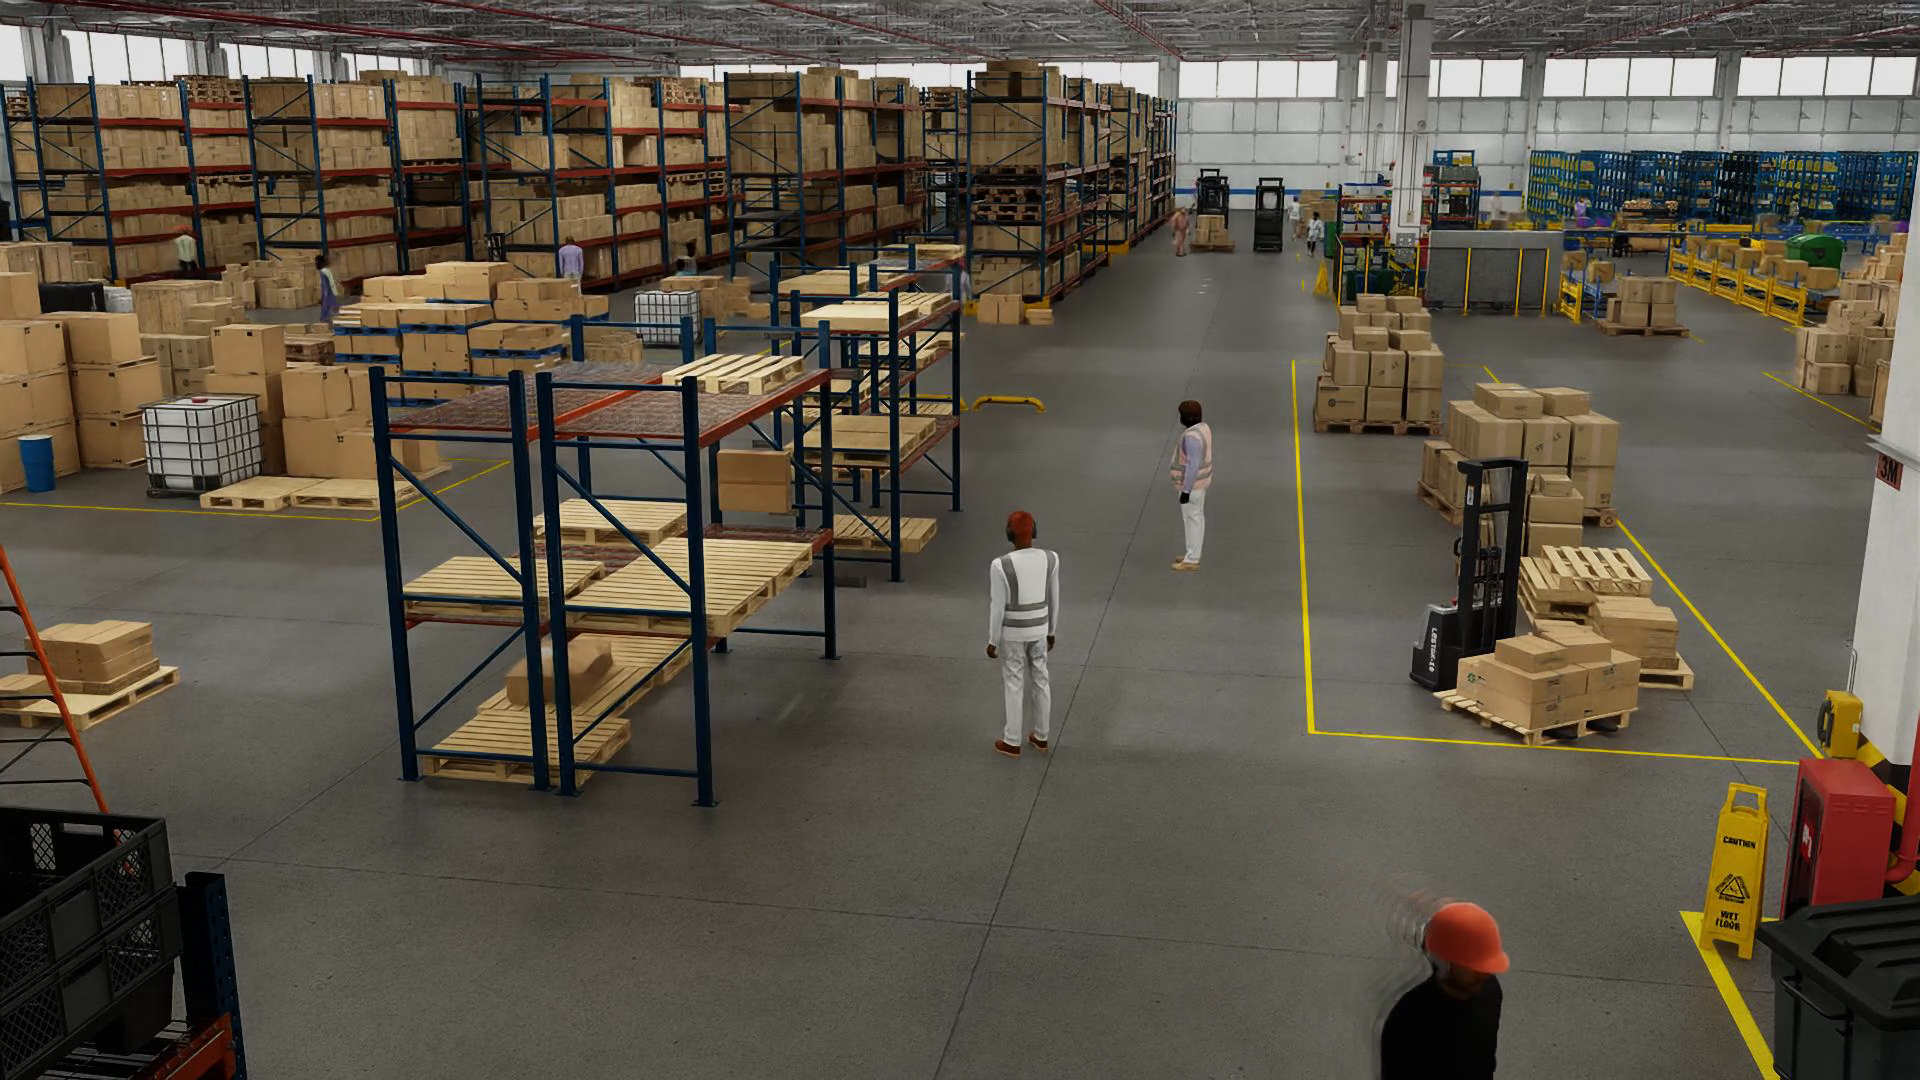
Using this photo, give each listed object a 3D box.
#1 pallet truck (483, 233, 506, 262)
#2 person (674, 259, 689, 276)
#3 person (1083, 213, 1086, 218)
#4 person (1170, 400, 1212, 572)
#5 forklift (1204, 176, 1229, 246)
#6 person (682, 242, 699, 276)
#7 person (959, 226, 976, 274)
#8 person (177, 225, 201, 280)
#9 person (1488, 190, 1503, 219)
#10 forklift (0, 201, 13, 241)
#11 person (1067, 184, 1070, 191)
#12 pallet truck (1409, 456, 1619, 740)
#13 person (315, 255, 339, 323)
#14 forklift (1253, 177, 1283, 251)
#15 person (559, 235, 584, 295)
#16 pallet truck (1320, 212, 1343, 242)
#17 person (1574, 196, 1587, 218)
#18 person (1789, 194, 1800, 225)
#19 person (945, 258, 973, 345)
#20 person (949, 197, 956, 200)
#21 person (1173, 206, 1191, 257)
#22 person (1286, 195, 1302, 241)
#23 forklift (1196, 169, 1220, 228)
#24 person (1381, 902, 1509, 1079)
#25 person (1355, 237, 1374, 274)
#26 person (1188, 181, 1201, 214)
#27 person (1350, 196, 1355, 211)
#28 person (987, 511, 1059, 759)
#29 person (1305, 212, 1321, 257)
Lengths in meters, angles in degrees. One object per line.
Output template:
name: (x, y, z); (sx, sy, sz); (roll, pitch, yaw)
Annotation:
pallet truck: (-11.832, -7.026, 43.548); (1.885, 1.965, 0.823); (8, 16, 28)
person: (-6.522, -5.746, 38.995); (0.403, 1.683, 0.552); (5, 15, 20)
person: (5.785, -15.447, 77.925); (0.409, 1.909, 0.642); (-9, 16, -32)
person: (2.452, -0.582, 17.717); (0.429, 1.838, 0.620); (4, 15, 17)
forklift: (10.267, -13.229, 66.915); (1.129, 2.768, 1.873); (3, 14, 10)
person: (-6.680, -6.423, 41.273); (1.008, 1.916, 0.627); (3, 14, 11)
person: (0.254, -8.861, 51.294); (0.689, 1.854, 0.862); (12, 18, 41)
person: (-22.325, -8.138, 48.172); (0.641, 1.936, 1.010); (3, 14, 12)
person: (25.144, -15.468, 78.039); (0.661, 1.890, 0.427); (-6, 15, -25)
forklift: (-24.911, -7.370, 43.124); (1.873, 2.768, 1.129); (3, 14, 10)
person: (6.036, -18.780, 91.847); (0.791, 1.720, 0.553); (2, 14, 8)
pallet truck: (4.504, 0.400, 13.395); (0.823, 1.965, 1.885); (-6, 15, -23)
person: (-14.359, -5.546, 37.846); (0.971, 1.863, 0.582); (-5, 15, -18)
forklift: (12.083, -12.747, 64.956); (1.129, 2.768, 1.873); (3, 14, 10)
person: (-10.200, -7.036, 43.711); (0.631, 1.939, 0.372); (-4, 14, -15)
pallet truck: (15.874, -13.227, 70.310); (0.680, 1.201, 1.601); (10, 17, 35)
person: (26.913, -14.012, 72.225); (0.575, 1.841, 0.374); (-3, 14, -11)
person: (37.384, -14.577, 74.545); (0.404, 1.829, 0.600); (11, 17, 37)
person: (-0.008, -5.253, 36.582); (0.582, 1.878, 1.013); (-5, 15, -19)
person: (-0.414, -17.814, 87.794); (0.600, 1.784, 0.920); (2, 14, 9)
person: (8.267, -11.456, 61.825); (0.669, 1.851, 0.989); (-6, 15, -23)
person: (14.284, -13.765, 71.117); (0.612, 1.889, 0.982); (0, 14, -2)
forklift: (12.001, -16.469, 80.069); (1.129, 2.768, 1.873); (3, 14, 10)
person: (1.787, 2.236, 5.981); (0.664, 1.968, 0.726); (-9, 16, -32)
person: (11.389, -7.708, 46.939); (0.529, 1.694, 0.321); (9, 16, 31)
person: (13.271, -19.171, 93.106); (1.007, 1.893, 0.552); (4, 14, 17)
person: (20.655, -17.775, 87.735); (0.485, 1.735, 0.347); (-11, 17, -37)
person: (0.469, 0.699, 12.411); (0.572, 1.887, 0.356); (-7, 15, -26)
person: (13.125, -11.351, 61.789); (0.555, 1.660, 0.422); (6, 15, 24)
